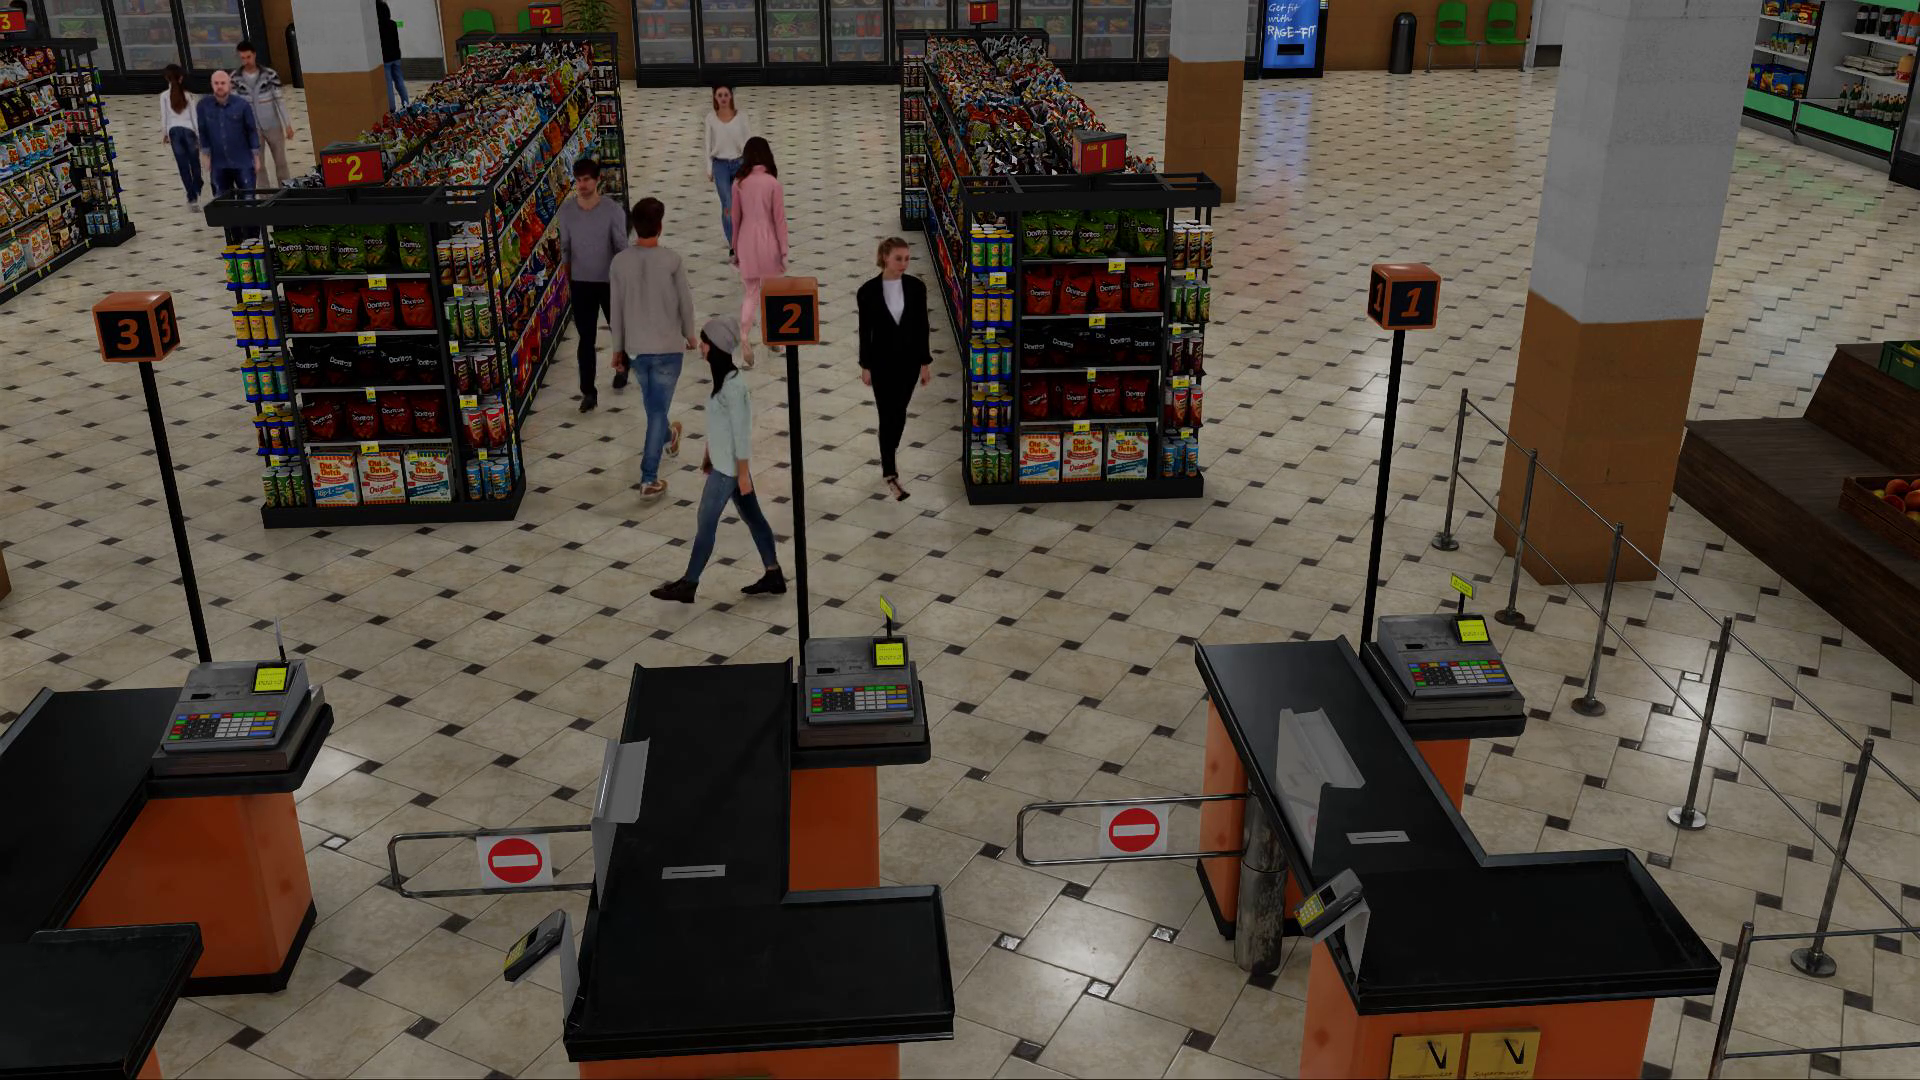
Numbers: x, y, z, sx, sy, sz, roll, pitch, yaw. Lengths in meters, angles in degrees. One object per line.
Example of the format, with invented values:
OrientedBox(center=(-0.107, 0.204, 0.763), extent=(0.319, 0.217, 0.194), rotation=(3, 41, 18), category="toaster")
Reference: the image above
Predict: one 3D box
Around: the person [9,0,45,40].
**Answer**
OrientedBox(center=(-12.691, -6.462, 22.722), extent=(0.784, 1.758, 0.840), rotation=(-17, 29, -34), category="person")

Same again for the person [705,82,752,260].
OrientedBox(center=(-2.276, -3.651, 16.416), extent=(0.716, 1.663, 1.112), rotation=(-6, 24, -12), category="person")

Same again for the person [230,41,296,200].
OrientedBox(center=(-7.635, -4.541, 18.256), extent=(0.919, 1.818, 1.271), rotation=(-8, 25, -17), category="person")

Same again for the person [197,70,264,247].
OrientedBox(center=(-7.094, -3.659, 16.250), extent=(0.767, 1.810, 0.687), rotation=(-5, 24, -11), category="person")

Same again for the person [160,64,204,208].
OrientedBox(center=(-8.590, -4.429, 18.383), extent=(0.831, 1.511, 1.131), rotation=(-12, 26, -26), category="person")

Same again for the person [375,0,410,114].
OrientedBox(center=(-8.013, -6.710, 23.358), extent=(0.729, 1.701, 0.654), rotation=(15, 28, 30), category="person")

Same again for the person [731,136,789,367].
OrientedBox(center=(-1.588, -2.198, 12.960), extent=(0.804, 1.771, 1.149), rotation=(4, 24, 8), category="person")

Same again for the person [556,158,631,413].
OrientedBox(center=(-2.641, -1.890, 12.232), extent=(0.688, 1.791, 1.160), rotation=(0, 24, 0), category="person")

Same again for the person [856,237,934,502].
OrientedBox(center=(-0.427, -1.107, 10.605), extent=(0.738, 1.660, 1.090), rotation=(-6, 24, -14), category="person")

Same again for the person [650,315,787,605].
OrientedBox(center=(-1.171, -0.419, 9.094), extent=(0.754, 1.612, 0.961), rotation=(-6, 24, -13), category="person")

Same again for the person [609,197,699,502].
OrientedBox(center=(-1.947, -1.146, 10.461), extent=(0.890, 1.848, 1.287), rotation=(4, 24, 10), category="person")
